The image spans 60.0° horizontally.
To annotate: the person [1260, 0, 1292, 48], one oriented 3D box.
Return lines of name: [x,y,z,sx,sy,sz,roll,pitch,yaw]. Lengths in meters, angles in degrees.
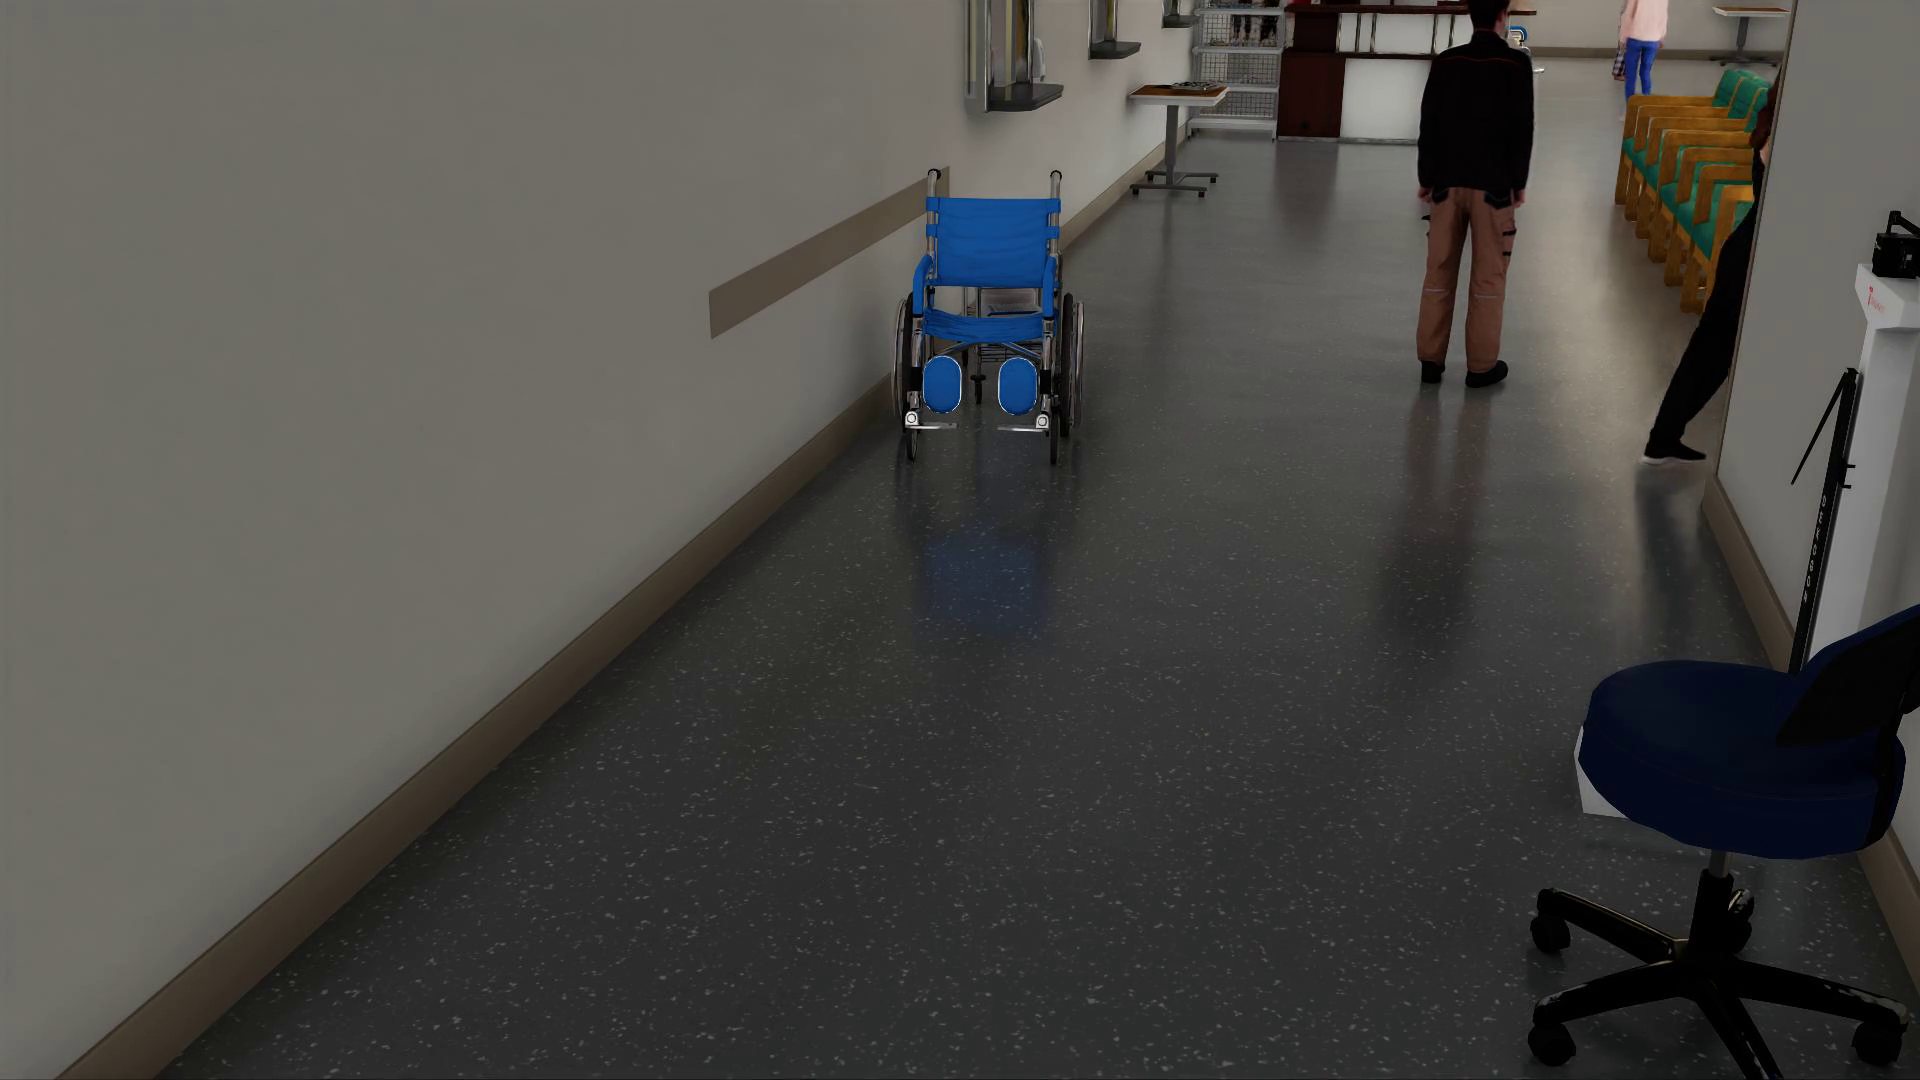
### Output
person: [5.181,-9.117,27.911,1.061,1.739,0.907,18,27,39]

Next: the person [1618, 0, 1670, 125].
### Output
person: [7.430,-5.386,18.033,0.747,1.757,0.794,1,21,3]

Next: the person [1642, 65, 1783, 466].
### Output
person: [3.109,-1.068,6.709,1.029,1.705,0.775,2,21,4]

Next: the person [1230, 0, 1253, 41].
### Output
person: [5.149,-9.981,30.213,0.655,1.723,0.784,-5,21,-13]

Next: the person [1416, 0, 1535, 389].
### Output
person: [2.495,-1.713,8.105,0.643,1.922,0.818,12,24,29]

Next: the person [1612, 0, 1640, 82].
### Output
person: [9.361,-7.335,23.054,0.707,1.846,0.740,-16,26,-35]
